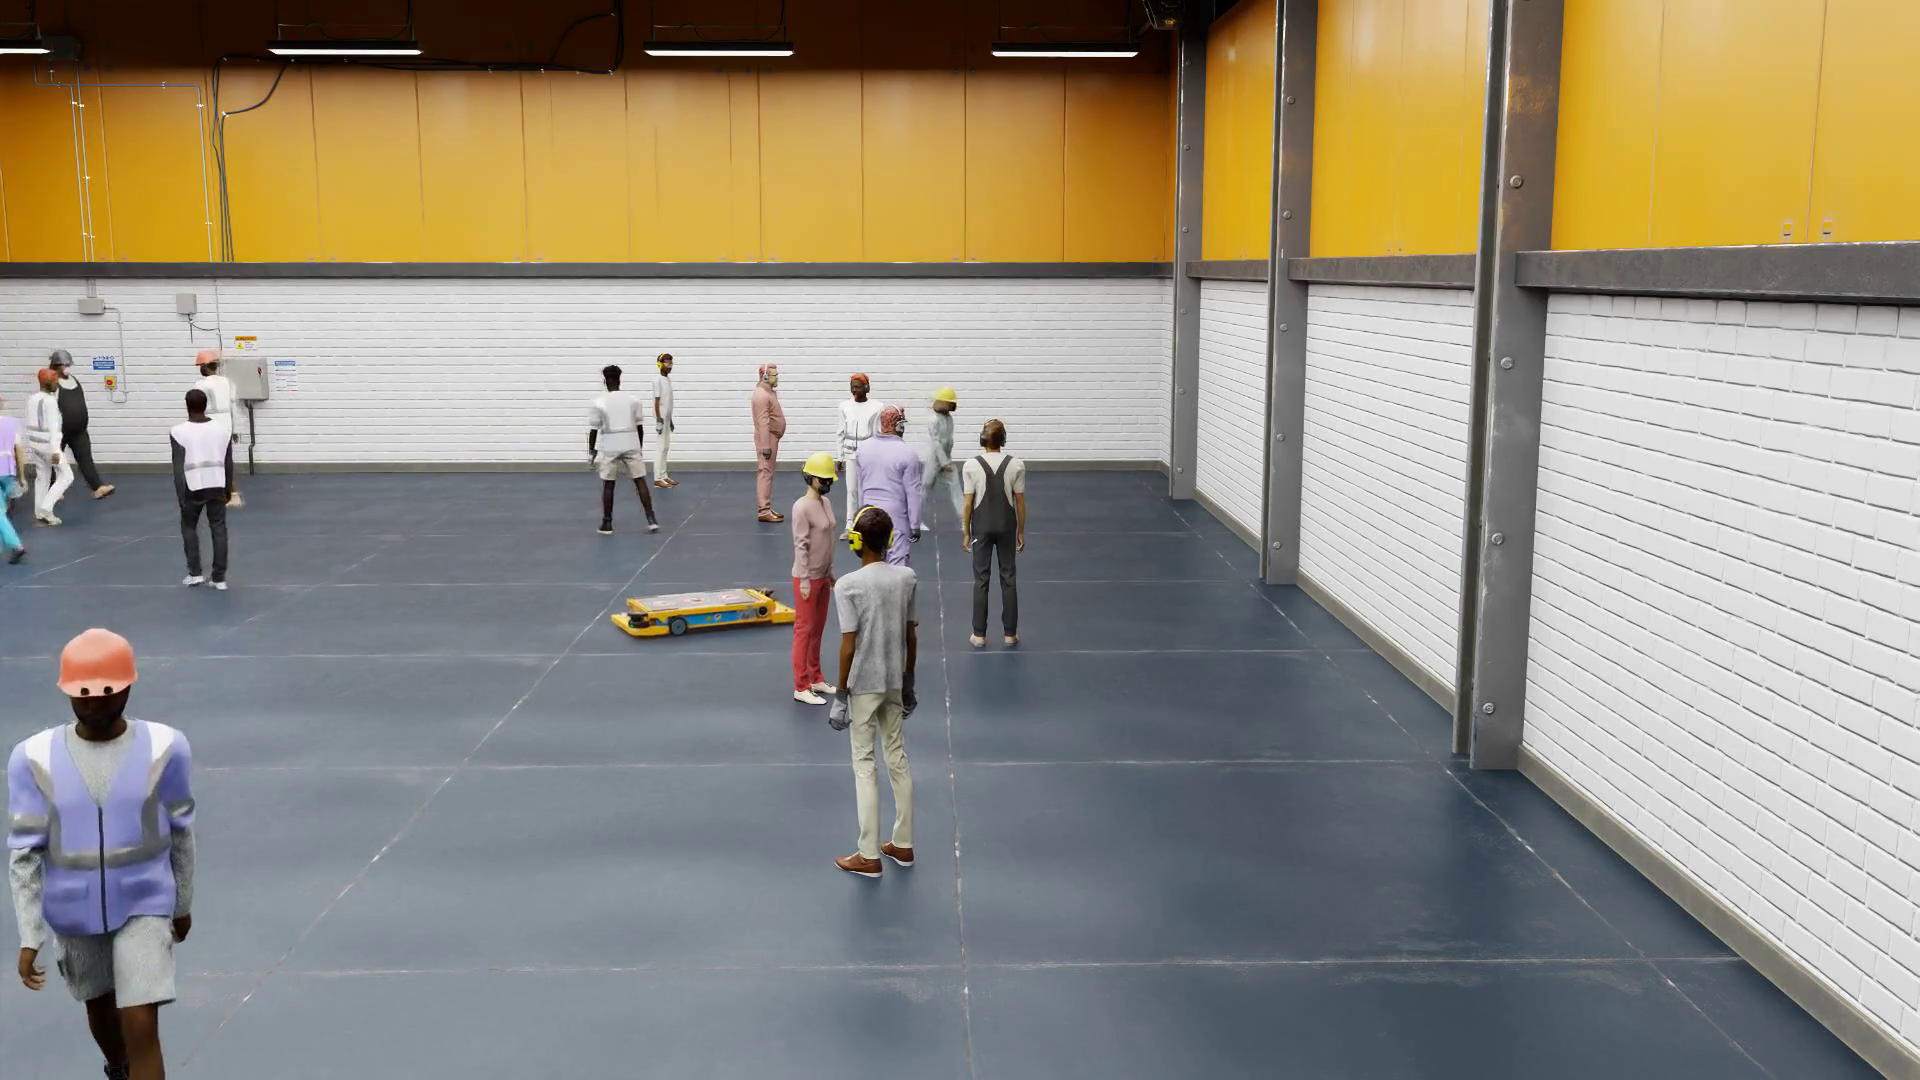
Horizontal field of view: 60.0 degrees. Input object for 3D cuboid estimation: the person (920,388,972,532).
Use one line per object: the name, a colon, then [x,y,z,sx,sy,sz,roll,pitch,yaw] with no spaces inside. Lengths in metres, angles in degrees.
person: [-0.207,-0.902,19.060,0.979,1.681,0.467,7,12,36]

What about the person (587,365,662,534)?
person: [-3.848,-1.024,19.026,0.832,1.940,0.583,-3,10,-18]

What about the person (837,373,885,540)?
person: [-1.099,-0.921,18.547,0.582,1.882,0.338,3,10,17]

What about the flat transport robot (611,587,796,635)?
flat transport robot: [-2.184,0.599,14.161,1.431,0.197,0.652,-5,10,-26]

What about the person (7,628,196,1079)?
person: [-2.822,1.206,5.528,0.545,1.892,1.012,-4,10,-21]

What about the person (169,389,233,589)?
person: [-7.223,-0.488,15.858,0.587,1.896,0.675,-8,12,-40]

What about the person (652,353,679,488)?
person: [-4.111,-1.667,23.184,0.325,1.865,0.516,2,9,10]

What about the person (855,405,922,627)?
person: [-0.576,-0.187,14.024,0.646,1.901,0.401,7,11,35]

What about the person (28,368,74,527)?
person: [-10.732,-1.081,19.562,0.698,1.870,0.439,7,12,38]

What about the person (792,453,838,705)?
person: [-1.001,0.262,11.681,0.327,1.760,0.523,3,10,18]

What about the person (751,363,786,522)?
person: [-2.291,-1.171,20.012,0.407,1.906,0.655,-1,9,-4]

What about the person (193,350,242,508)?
person: [-9.561,-1.406,21.134,0.945,2.000,0.618,3,10,16]

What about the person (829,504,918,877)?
person: [-0.433,0.751,8.346,0.531,1.869,0.310,-8,12,-41]

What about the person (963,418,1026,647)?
person: [0.273,-0.056,13.363,0.507,1.846,0.342,-1,9,-3]

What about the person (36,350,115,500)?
person: [-11.658,-1.519,21.735,1.030,2.000,0.703,3,10,17]

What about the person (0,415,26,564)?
person: [-9.970,-0.662,17.220,0.944,1.809,0.575,5,11,30]
